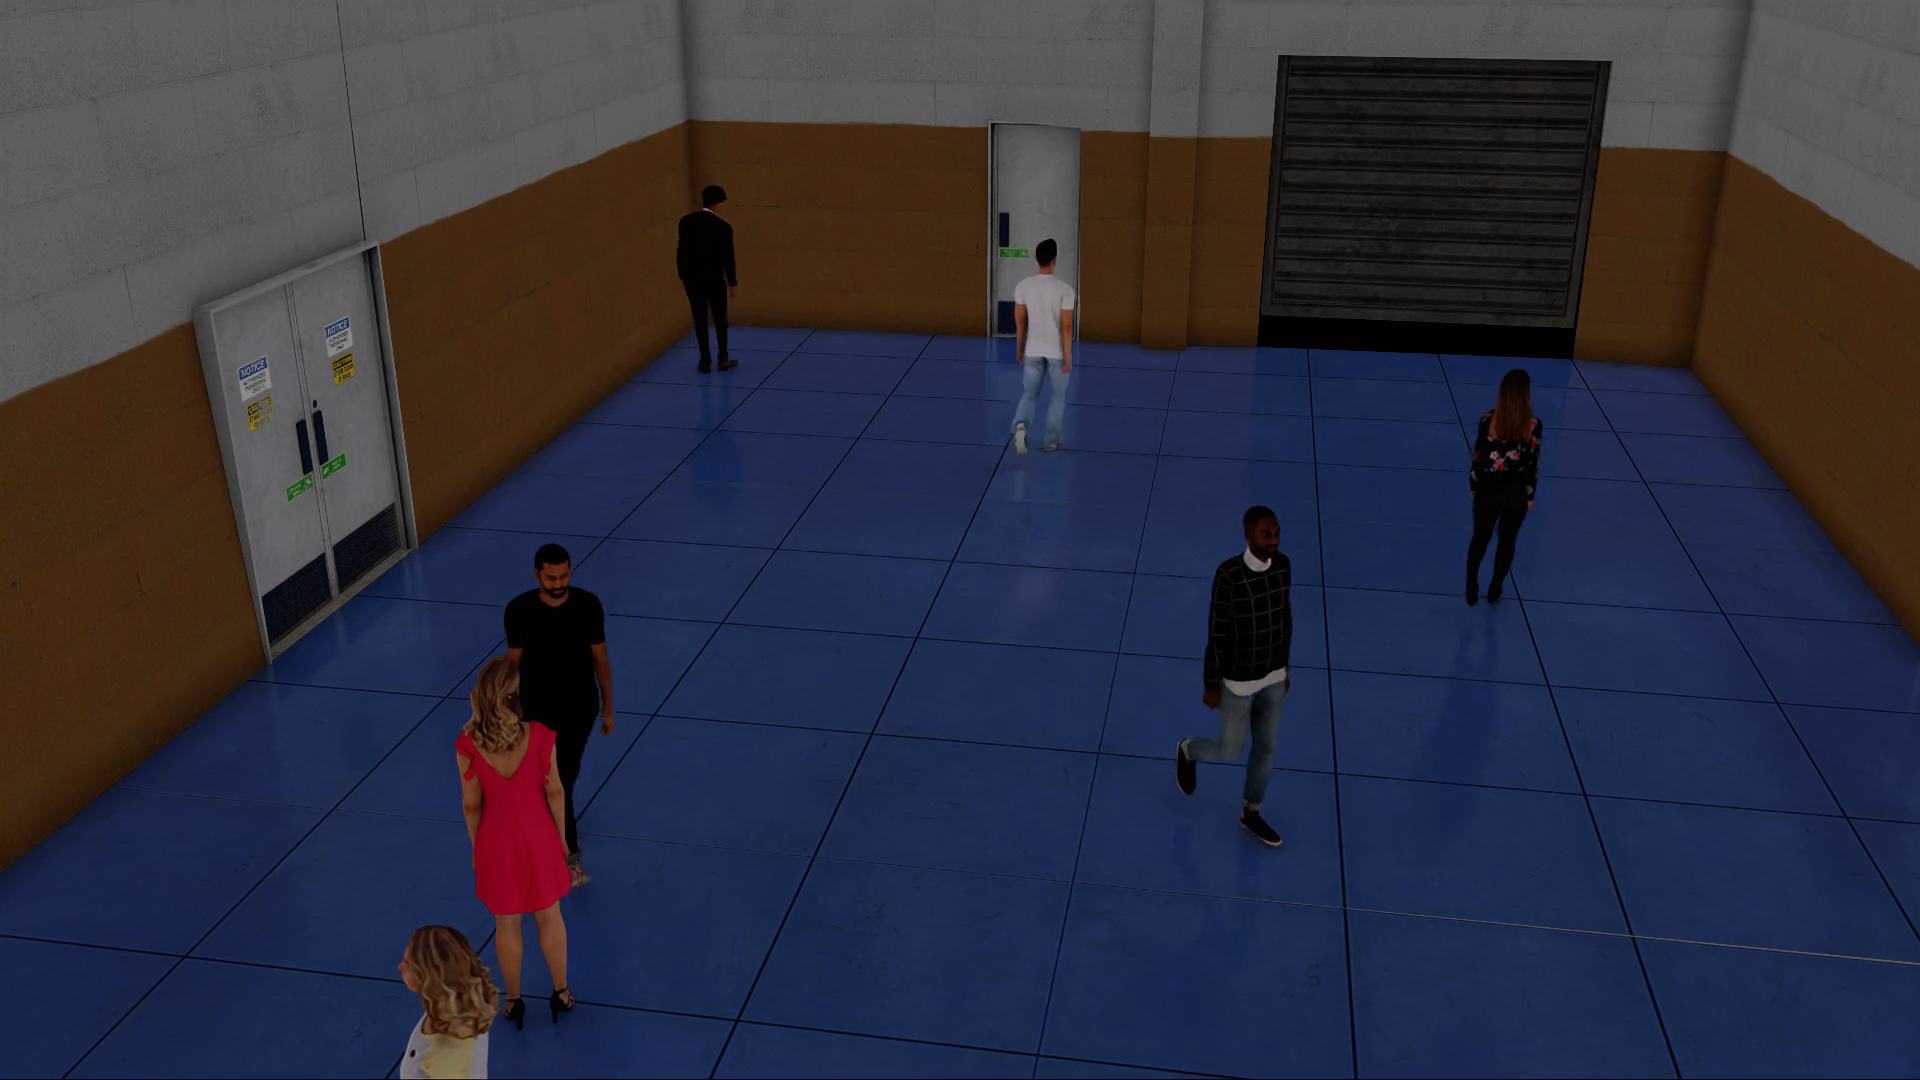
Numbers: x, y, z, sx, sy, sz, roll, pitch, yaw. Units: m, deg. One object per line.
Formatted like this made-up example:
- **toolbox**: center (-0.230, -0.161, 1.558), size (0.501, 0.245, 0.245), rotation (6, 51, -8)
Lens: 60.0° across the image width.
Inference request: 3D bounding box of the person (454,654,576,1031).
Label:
- **person**: center (-1.875, 1.285, 7.037), size (0.594, 1.728, 0.709), rotation (-5, 22, -11)

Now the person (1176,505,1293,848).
- **person**: center (1.424, 0.651, 8.514), size (1.027, 1.802, 1.063), rotation (-13, 25, -29)

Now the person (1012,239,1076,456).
- **person**: center (0.696, -1.585, 14.024), size (0.975, 1.845, 0.863), rotation (9, 24, 21)

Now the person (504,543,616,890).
- **person**: center (-2.000, 0.803, 8.261), size (1.170, 1.709, 1.137), rotation (-10, 24, -23)

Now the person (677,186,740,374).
- **person**: center (-2.539, -2.579, 16.486), size (0.603, 1.853, 0.840), rotation (-6, 23, -14)

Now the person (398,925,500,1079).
- **person**: center (-1.566, 1.970, 5.320), size (0.660, 1.722, 0.696), rotation (-4, 22, -10)

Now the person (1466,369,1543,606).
- **person**: center (3.601, -0.306, 11.076), size (0.884, 1.670, 0.797), rotation (11, 24, 25)
